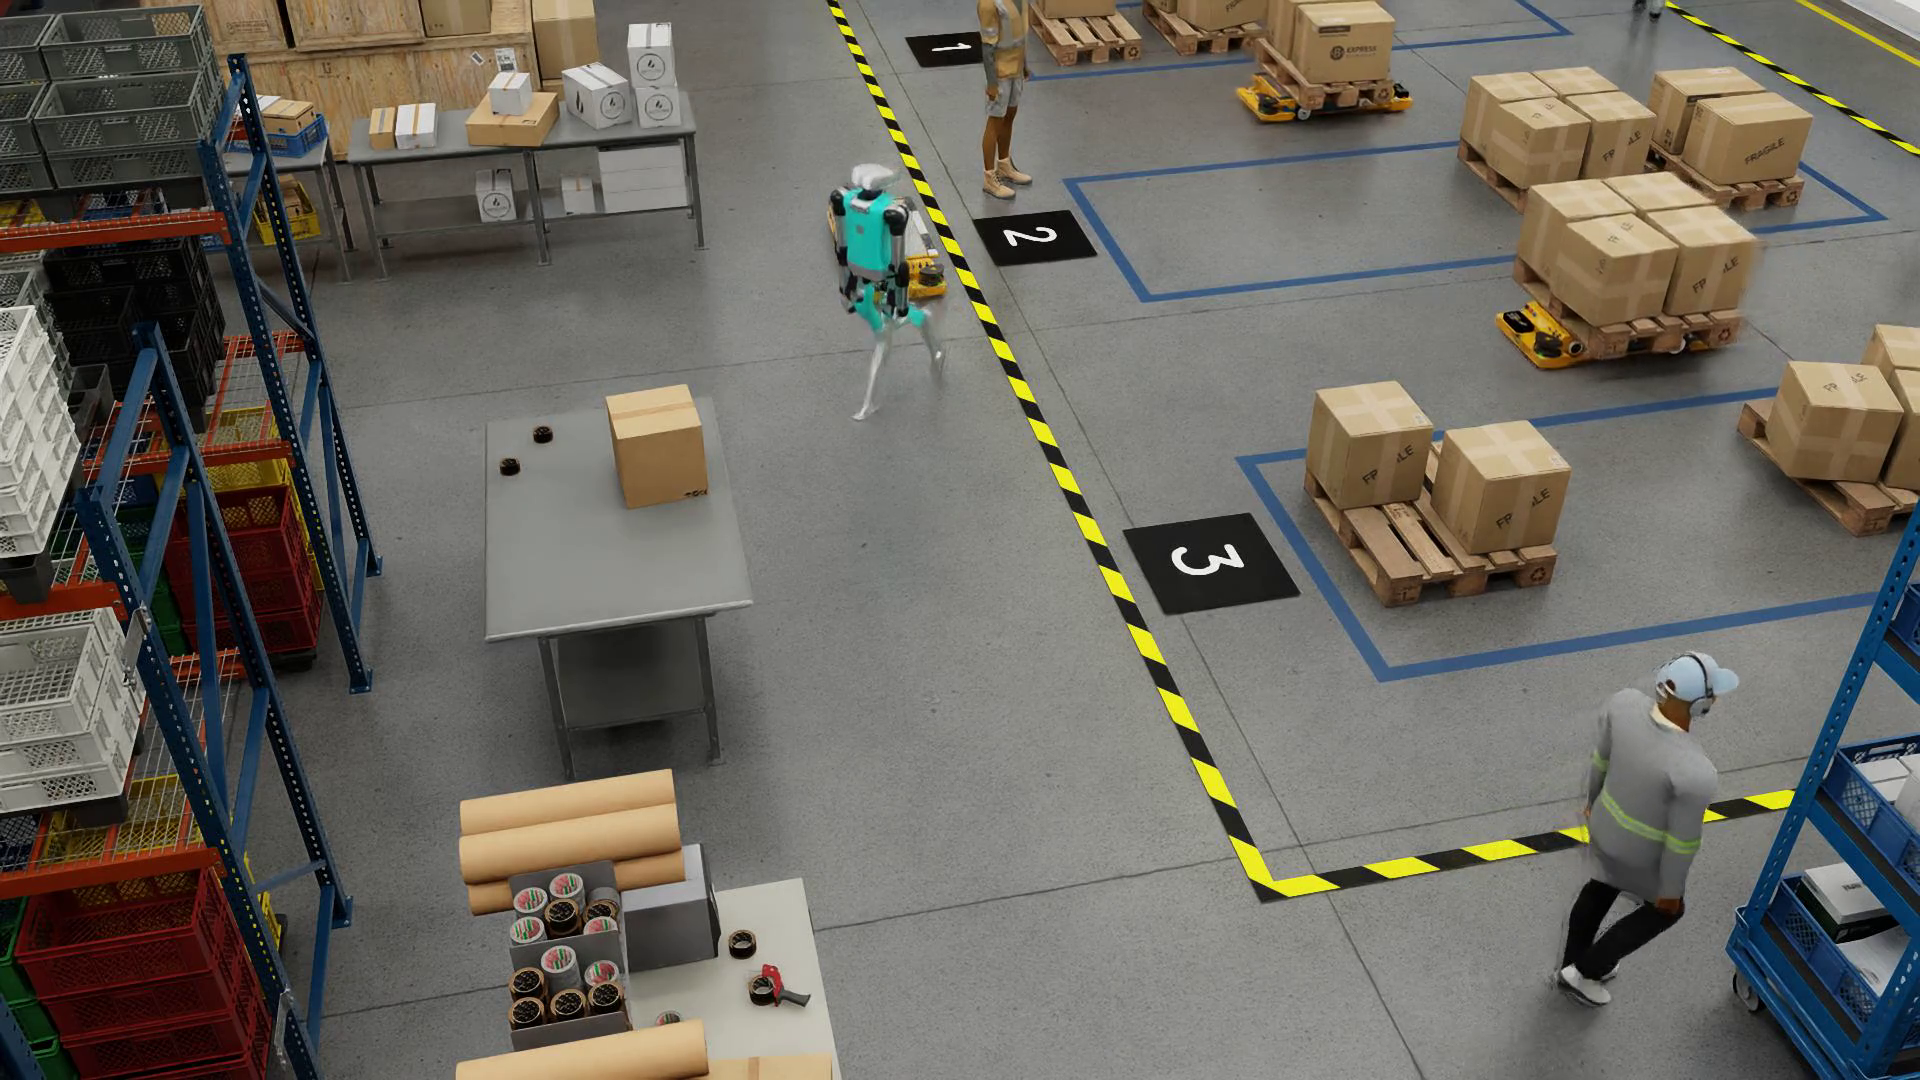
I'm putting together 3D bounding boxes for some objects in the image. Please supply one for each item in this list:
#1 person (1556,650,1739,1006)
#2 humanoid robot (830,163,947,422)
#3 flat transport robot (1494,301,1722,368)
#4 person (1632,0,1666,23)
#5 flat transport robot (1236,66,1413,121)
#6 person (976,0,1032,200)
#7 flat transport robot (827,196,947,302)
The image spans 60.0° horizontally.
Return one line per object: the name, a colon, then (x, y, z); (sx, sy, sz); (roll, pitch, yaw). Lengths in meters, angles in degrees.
person: (2.726, 1.179, 6.652); (0.420, 1.836, 0.621); (-10, 38, -13)
humanoid robot: (-0.359, -1.667, 10.579); (0.553, 1.761, 0.974); (22, 42, 26)
flat transport robot: (4.538, -1.511, 11.561); (1.431, 0.197, 0.652); (-8, 37, -10)
person: (7.049, -6.092, 16.443); (0.626, 1.810, 0.660); (12, 38, 15)
flat transport robot: (3.279, -4.034, 14.952); (1.431, 0.197, 0.652); (-8, 37, -10)
person: (0.373, -3.708, 13.050); (0.365, 2.048, 0.607); (18, 40, 23)
flat transport robot: (-0.570, -2.220, 12.538); (0.659, 0.231, 1.431); (-8, 37, -10)
